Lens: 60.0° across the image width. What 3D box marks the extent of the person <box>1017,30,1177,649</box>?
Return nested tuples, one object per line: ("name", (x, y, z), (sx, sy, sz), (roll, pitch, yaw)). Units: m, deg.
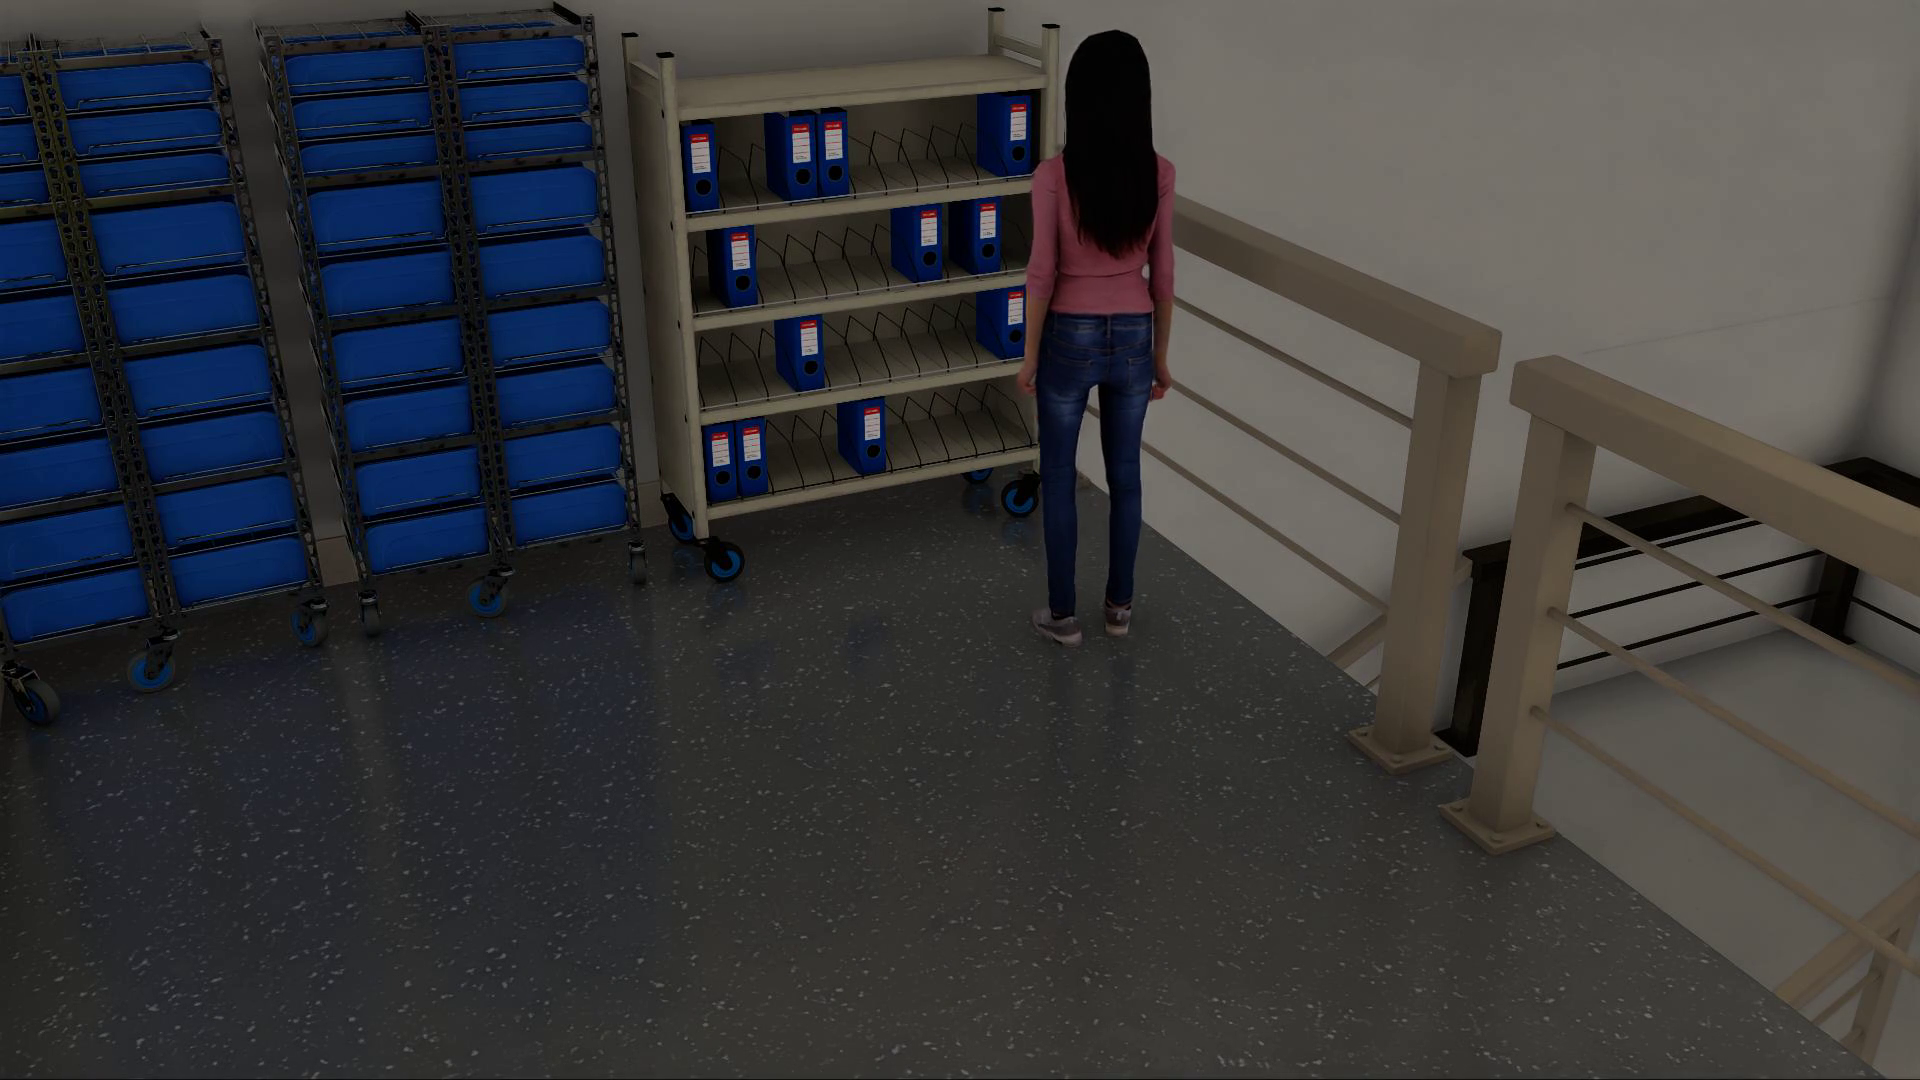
("person", (0.378, -0.529, 4.638), (0.578, 1.747, 0.723), (-4, 26, -8))
